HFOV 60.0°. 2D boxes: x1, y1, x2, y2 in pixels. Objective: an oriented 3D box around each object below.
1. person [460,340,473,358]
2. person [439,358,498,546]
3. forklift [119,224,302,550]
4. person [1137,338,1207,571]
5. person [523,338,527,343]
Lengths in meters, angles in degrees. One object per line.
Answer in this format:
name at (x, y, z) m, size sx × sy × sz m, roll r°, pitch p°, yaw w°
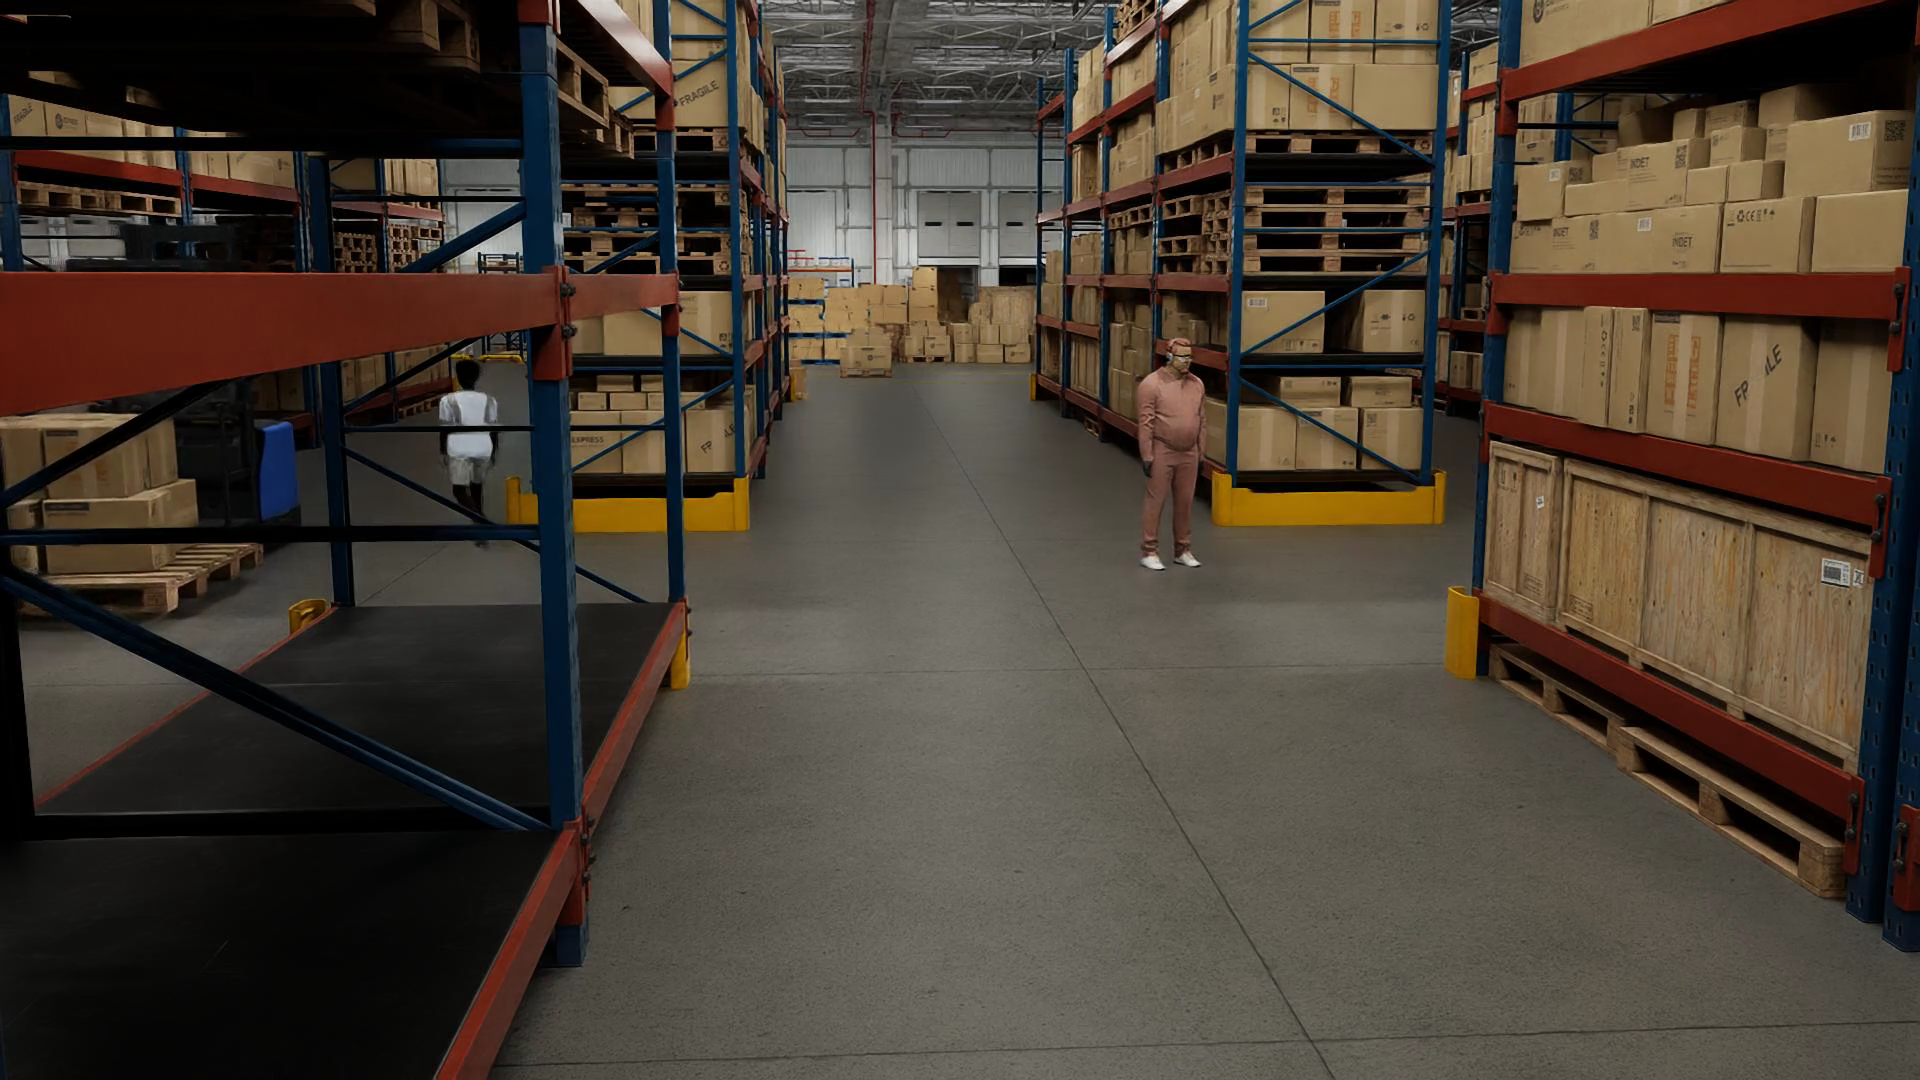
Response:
person at (-14.264, -6.155, 47.899) m, size 0.345 × 1.882 × 0.584 m, roll 8°, pitch 12°, yaw 42°
person at (-4.333, -0.774, 14.768) m, size 0.541 × 1.676 × 0.703 m, roll -7°, pitch 12°, yaw -39°
forklift at (-6.478, -1.271, 14.110) m, size 1.129 × 2.768 × 1.873 m, roll -1°, pitch 9°, yaw -4°
person at (1.758, -0.700, 13.620) m, size 0.652 × 1.899 × 0.399 m, roll -4°, pitch 10°, yaw -26°
person at (-14.813, -7.751, 57.425) m, size 0.773 × 2.000 × 0.703 m, roll 2°, pitch 9°, yaw 14°
